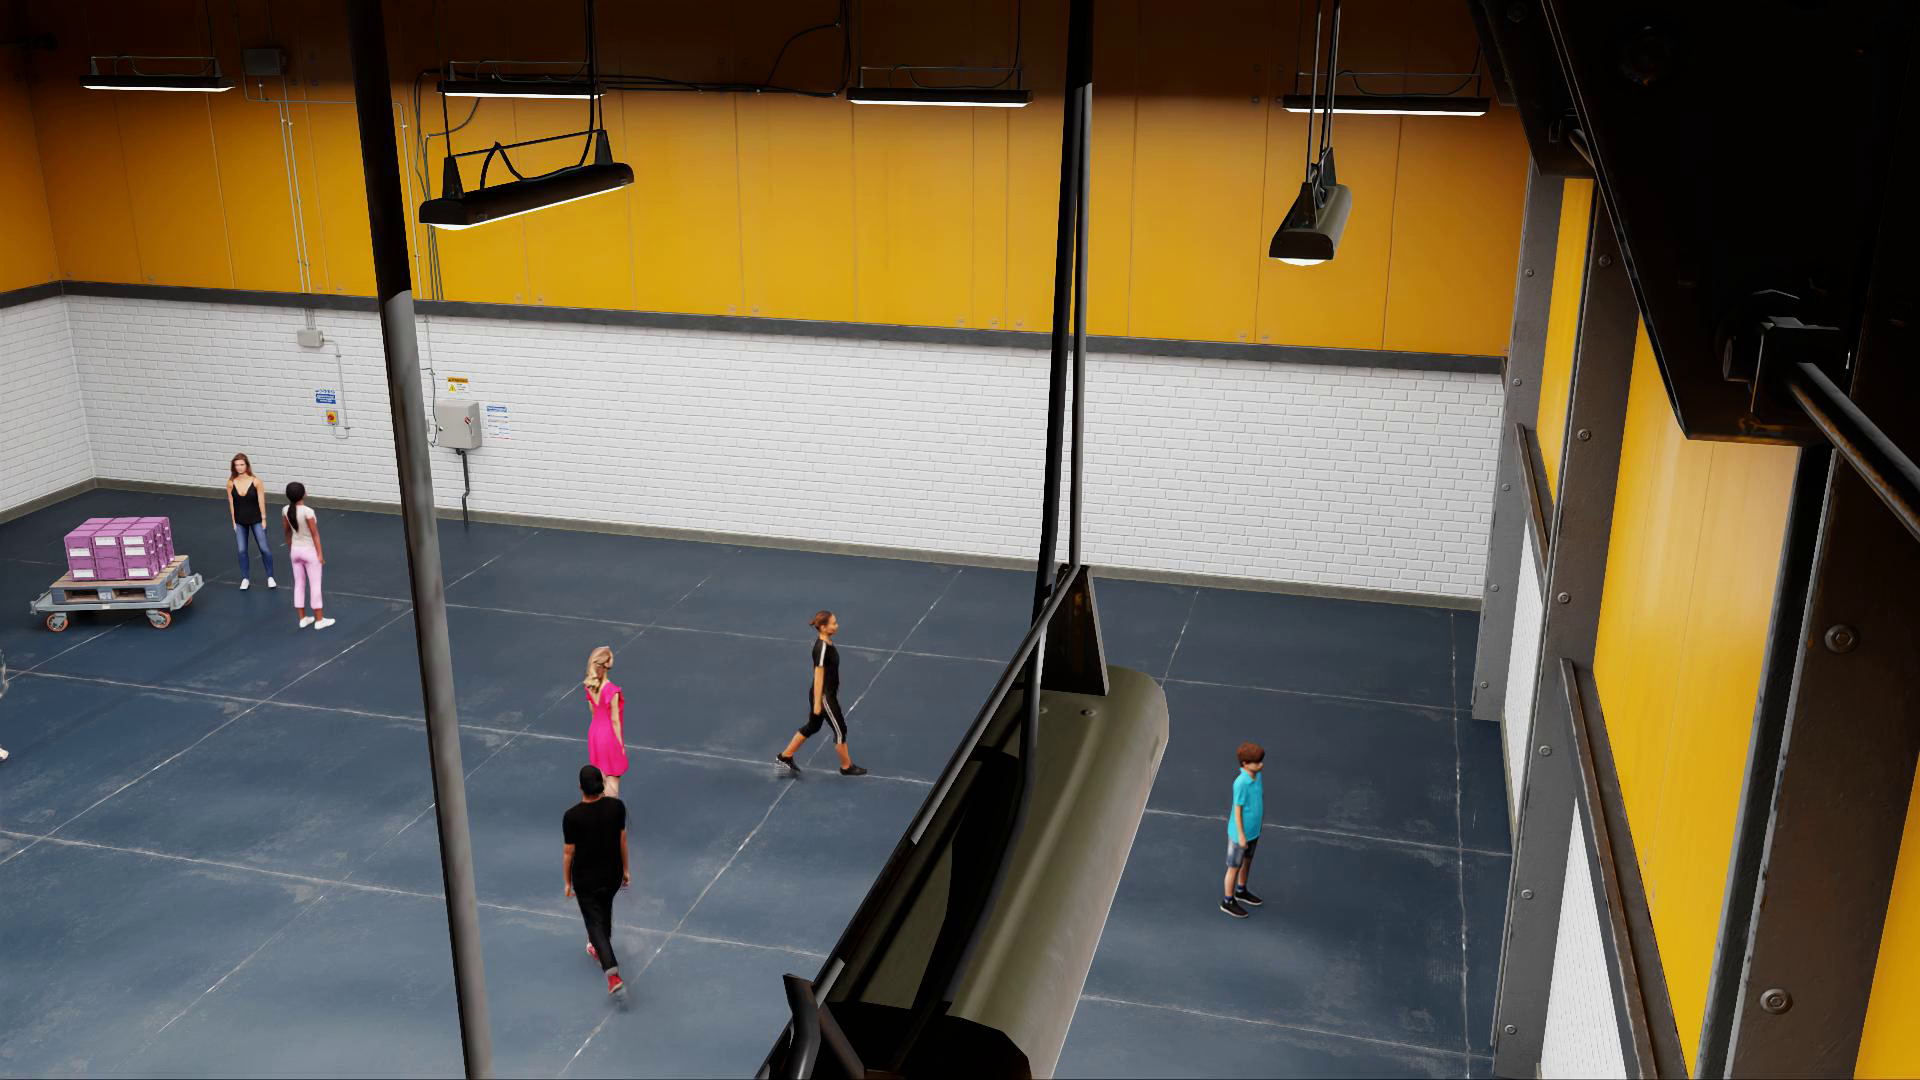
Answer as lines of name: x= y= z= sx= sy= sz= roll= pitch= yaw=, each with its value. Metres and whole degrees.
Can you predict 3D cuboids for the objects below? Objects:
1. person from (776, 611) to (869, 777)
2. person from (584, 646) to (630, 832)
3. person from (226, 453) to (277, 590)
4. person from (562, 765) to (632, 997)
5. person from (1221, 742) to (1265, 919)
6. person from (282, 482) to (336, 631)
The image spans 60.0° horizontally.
person: x=-1.343 y=1.448 z=15.370 sx=0.855 sy=1.633 sz=1.088 roll=-1 pitch=19 yaw=-2
person: x=-3.073 y=1.736 z=14.380 sx=0.689 sy=1.720 sz=0.660 roll=-17 pitch=25 yaw=-40
person: x=-8.650 y=-0.239 z=20.246 sx=0.647 sy=1.718 sz=0.650 roll=-4 pitch=19 yaw=-11
person: x=-2.620 y=2.486 z=12.133 sx=1.114 sy=1.732 sz=1.145 roll=-12 pitch=22 yaw=-32
person: x=2.253 y=2.268 z=13.225 sx=0.644 sy=1.449 sz=0.534 roll=15 pitch=24 yaw=37
person: x=-7.496 y=0.164 z=19.015 sx=0.586 sy=1.741 sz=0.509 roll=6 pitch=19 yaw=17
